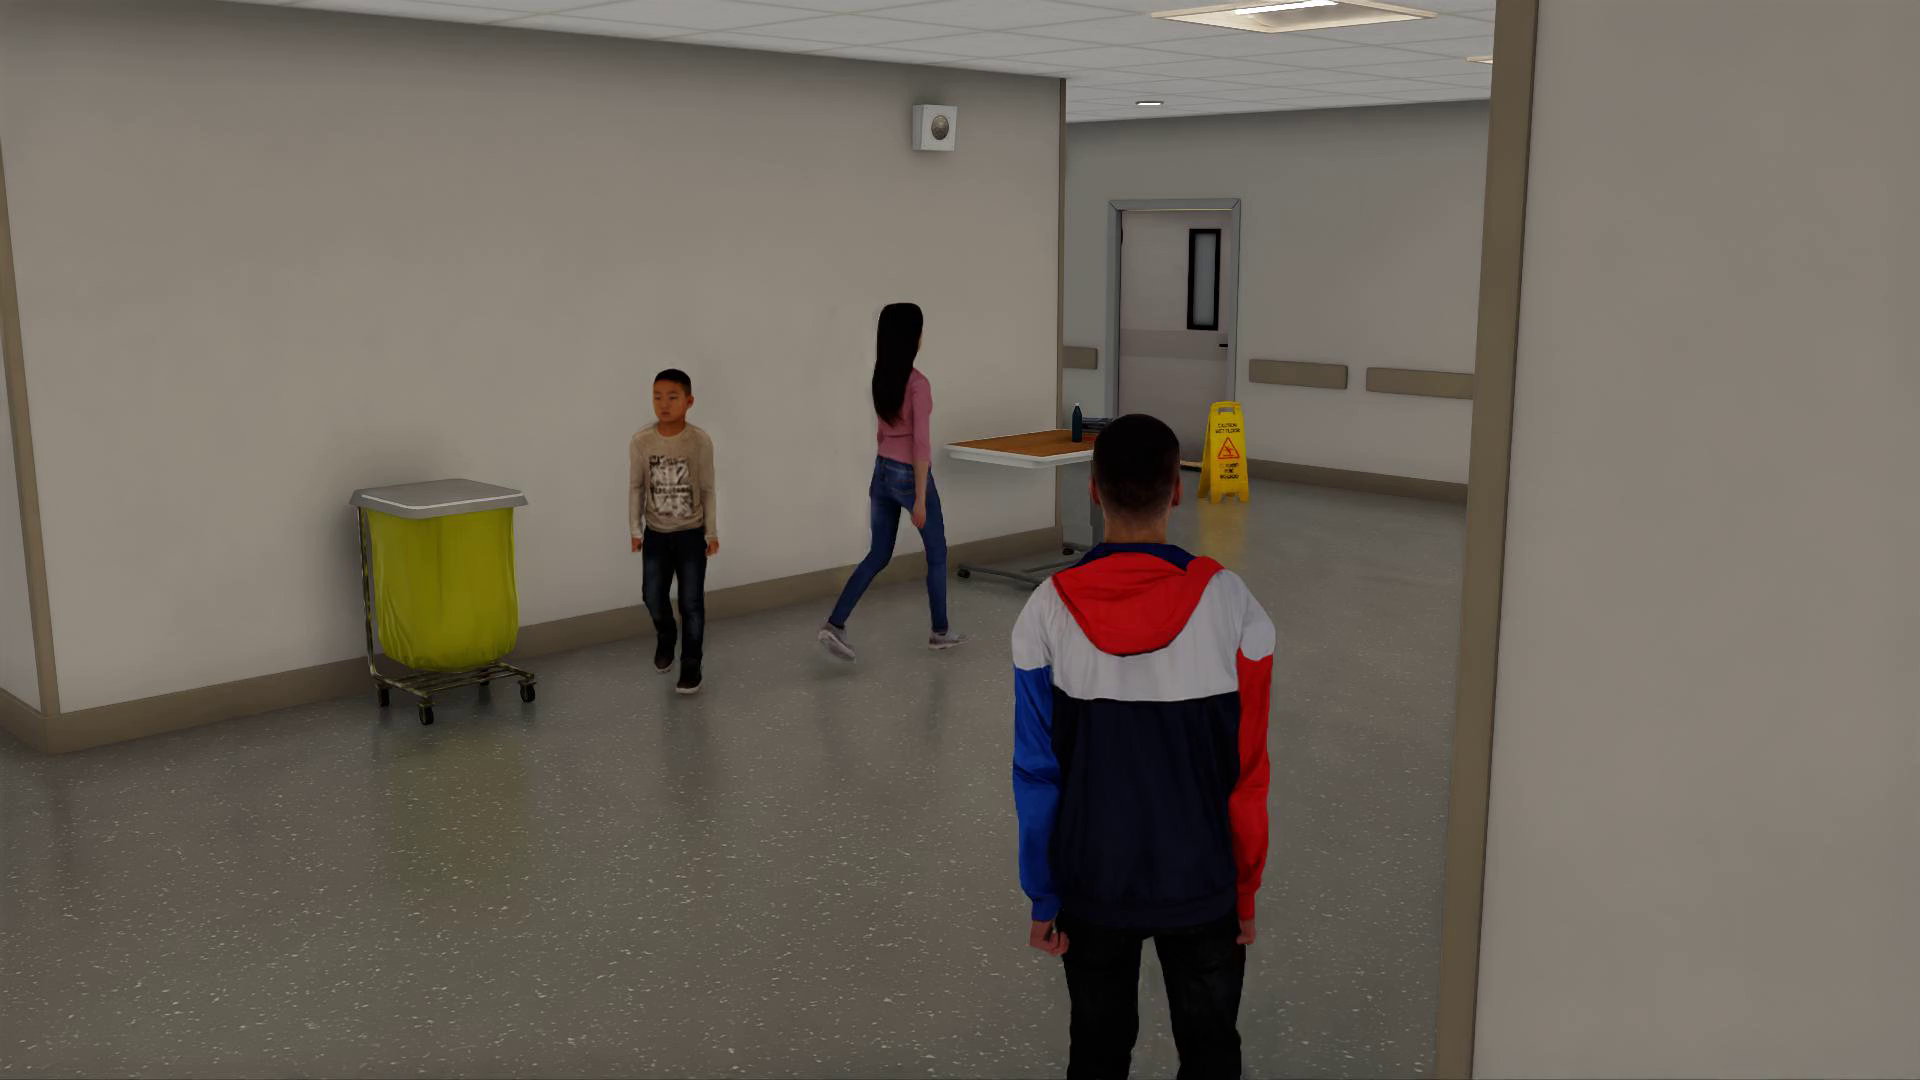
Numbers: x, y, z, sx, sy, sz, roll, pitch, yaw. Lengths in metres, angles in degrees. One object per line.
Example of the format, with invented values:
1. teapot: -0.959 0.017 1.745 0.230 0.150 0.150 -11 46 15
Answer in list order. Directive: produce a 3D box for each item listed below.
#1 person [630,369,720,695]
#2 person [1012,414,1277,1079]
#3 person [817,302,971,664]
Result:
1. person: -1.278 -0.049 7.591 0.762 1.452 0.825 0 11 -1
2. person: 0.347 0.653 3.102 0.966 1.746 0.998 1 11 6
3. person: -0.349 -0.242 7.918 0.695 1.708 1.073 -9 14 -40
